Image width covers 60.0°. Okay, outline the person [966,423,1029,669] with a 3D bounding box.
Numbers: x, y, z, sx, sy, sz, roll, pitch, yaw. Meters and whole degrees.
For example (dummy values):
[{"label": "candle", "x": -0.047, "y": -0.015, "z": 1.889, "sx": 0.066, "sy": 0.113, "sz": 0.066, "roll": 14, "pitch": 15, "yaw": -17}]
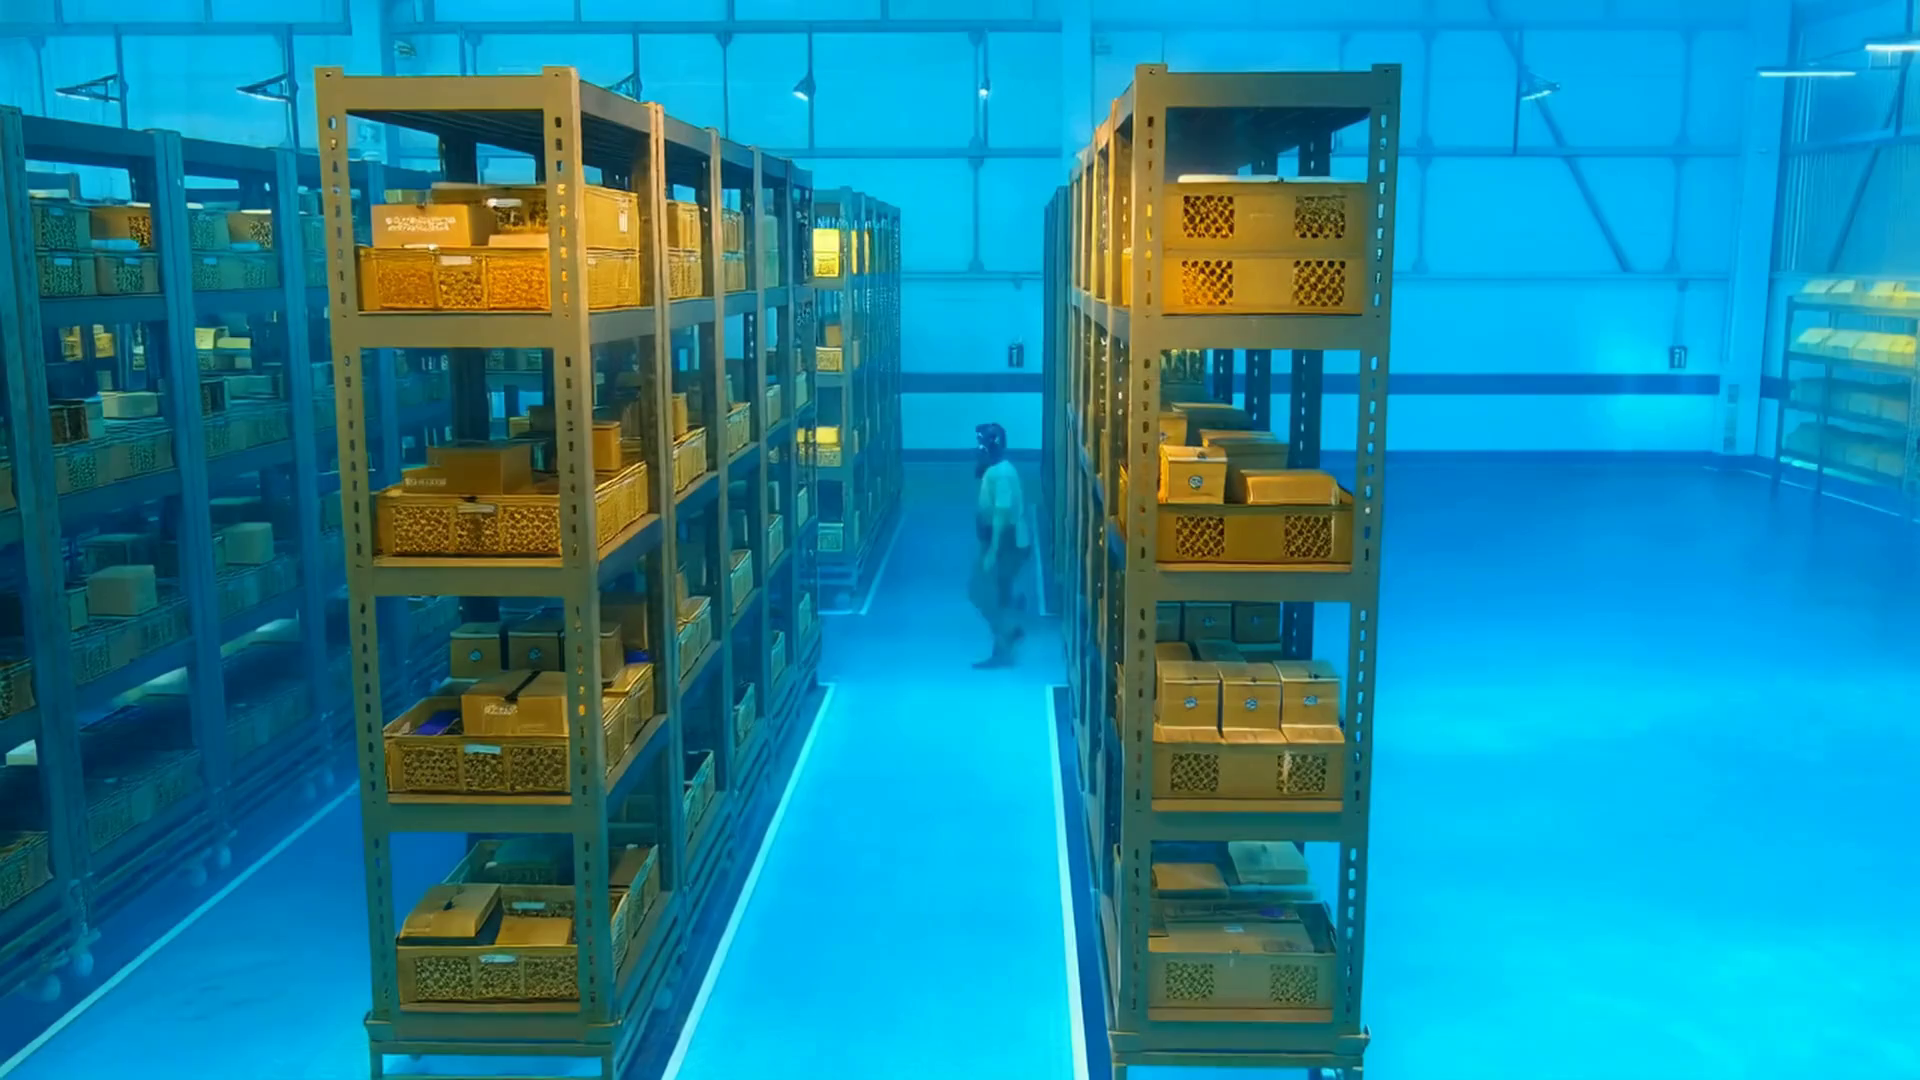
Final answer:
[{"label": "person", "x": 0.268, "y": 0.055, "z": 12.188, "sx": 0.443, "sy": 1.830, "sz": 0.562, "roll": -2, "pitch": 10, "yaw": -11}]
